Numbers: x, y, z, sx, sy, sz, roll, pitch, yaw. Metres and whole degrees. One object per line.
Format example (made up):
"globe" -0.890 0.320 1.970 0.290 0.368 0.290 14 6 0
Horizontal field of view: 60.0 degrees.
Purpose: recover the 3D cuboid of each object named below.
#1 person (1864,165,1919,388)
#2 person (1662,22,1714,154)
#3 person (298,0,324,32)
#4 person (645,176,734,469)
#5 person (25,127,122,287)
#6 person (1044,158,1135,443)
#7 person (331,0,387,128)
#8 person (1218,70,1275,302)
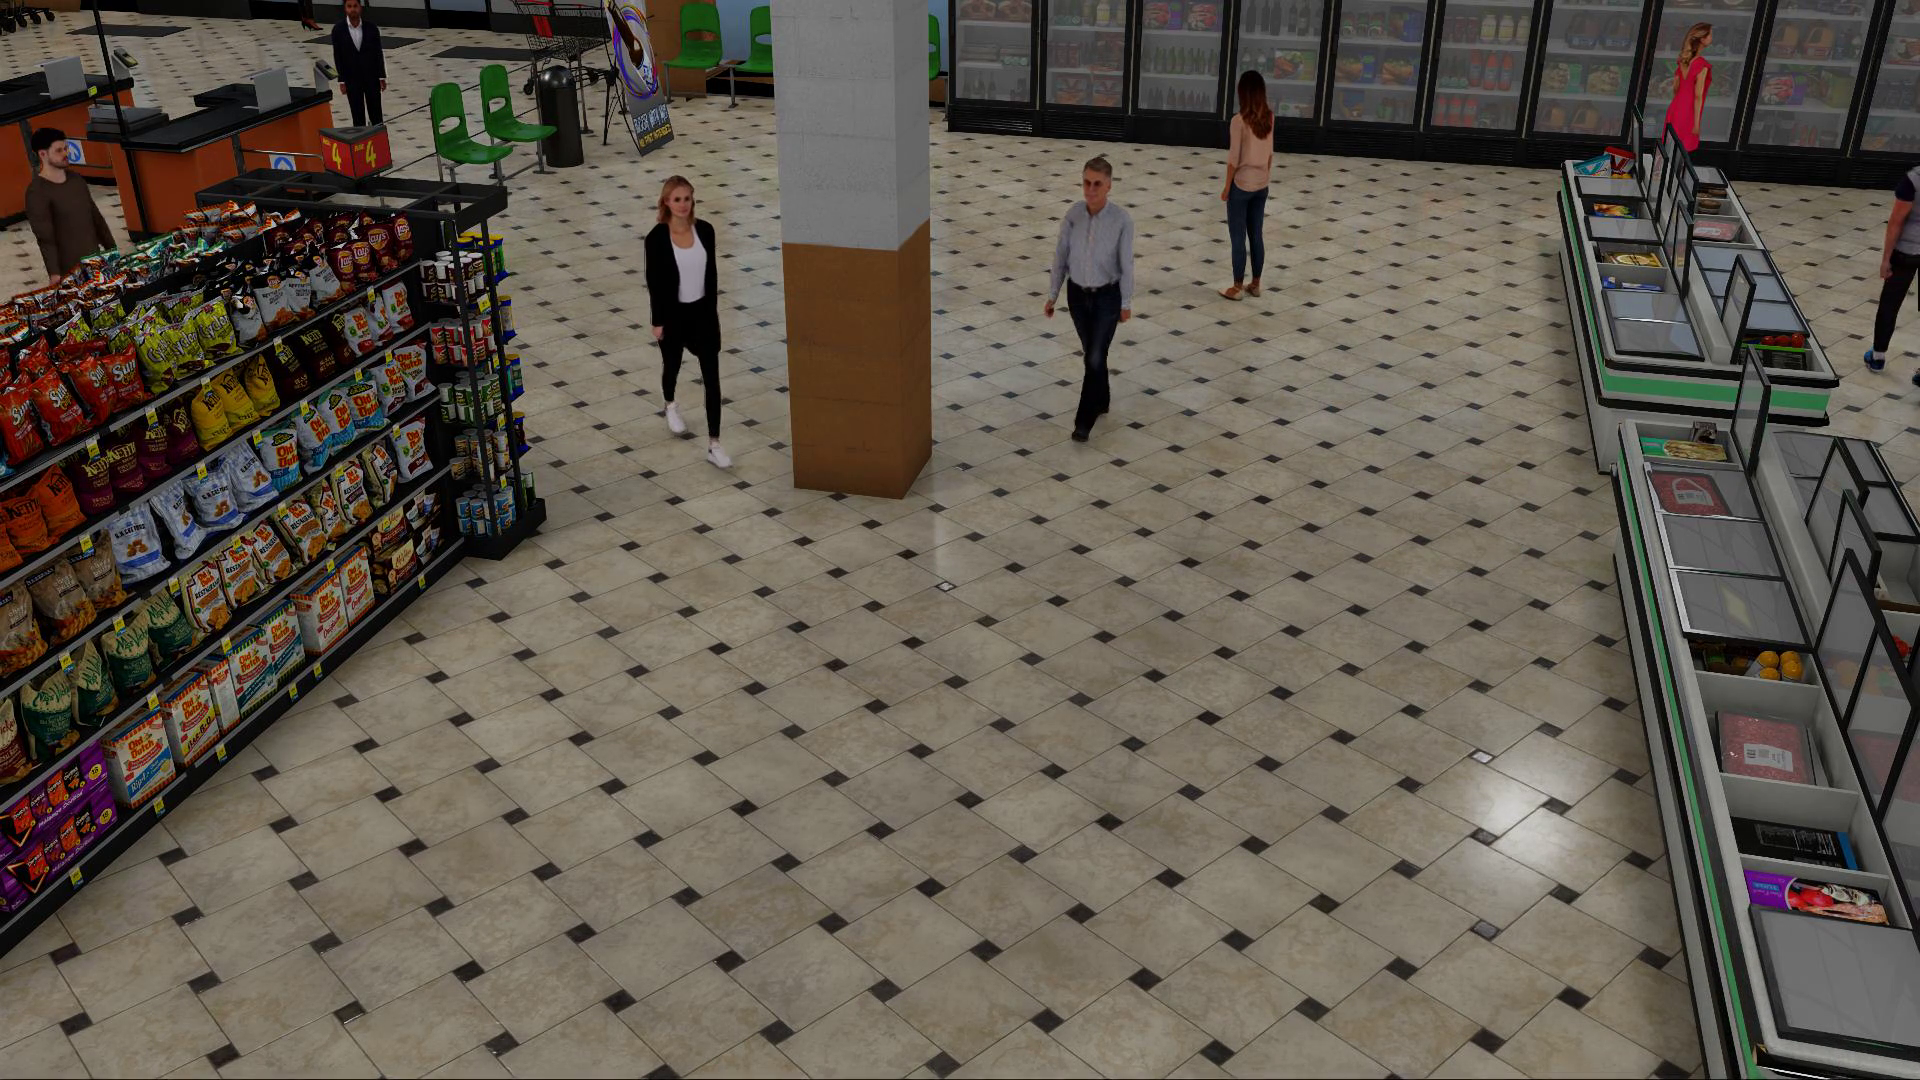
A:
"person" 6.618 -1.919 11.380 0.718 1.809 1.081 5 27 10
"person" 6.694 -3.914 15.404 0.709 1.728 0.595 -3 27 -7
"person" -9.477 -8.216 23.937 0.715 1.682 0.722 -23 35 -38
"person" -1.739 -1.375 10.367 1.146 1.756 1.241 -13 30 -24
"person" -5.966 -1.809 11.097 0.790 1.868 0.794 2 27 4
"person" 0.901 -1.592 10.756 0.831 1.790 1.055 15 31 28
"person" -6.056 -4.649 16.852 0.708 1.729 0.736 -10 29 -19
"person" 2.272 -2.783 13.106 0.669 1.789 0.726 -14 30 -26
